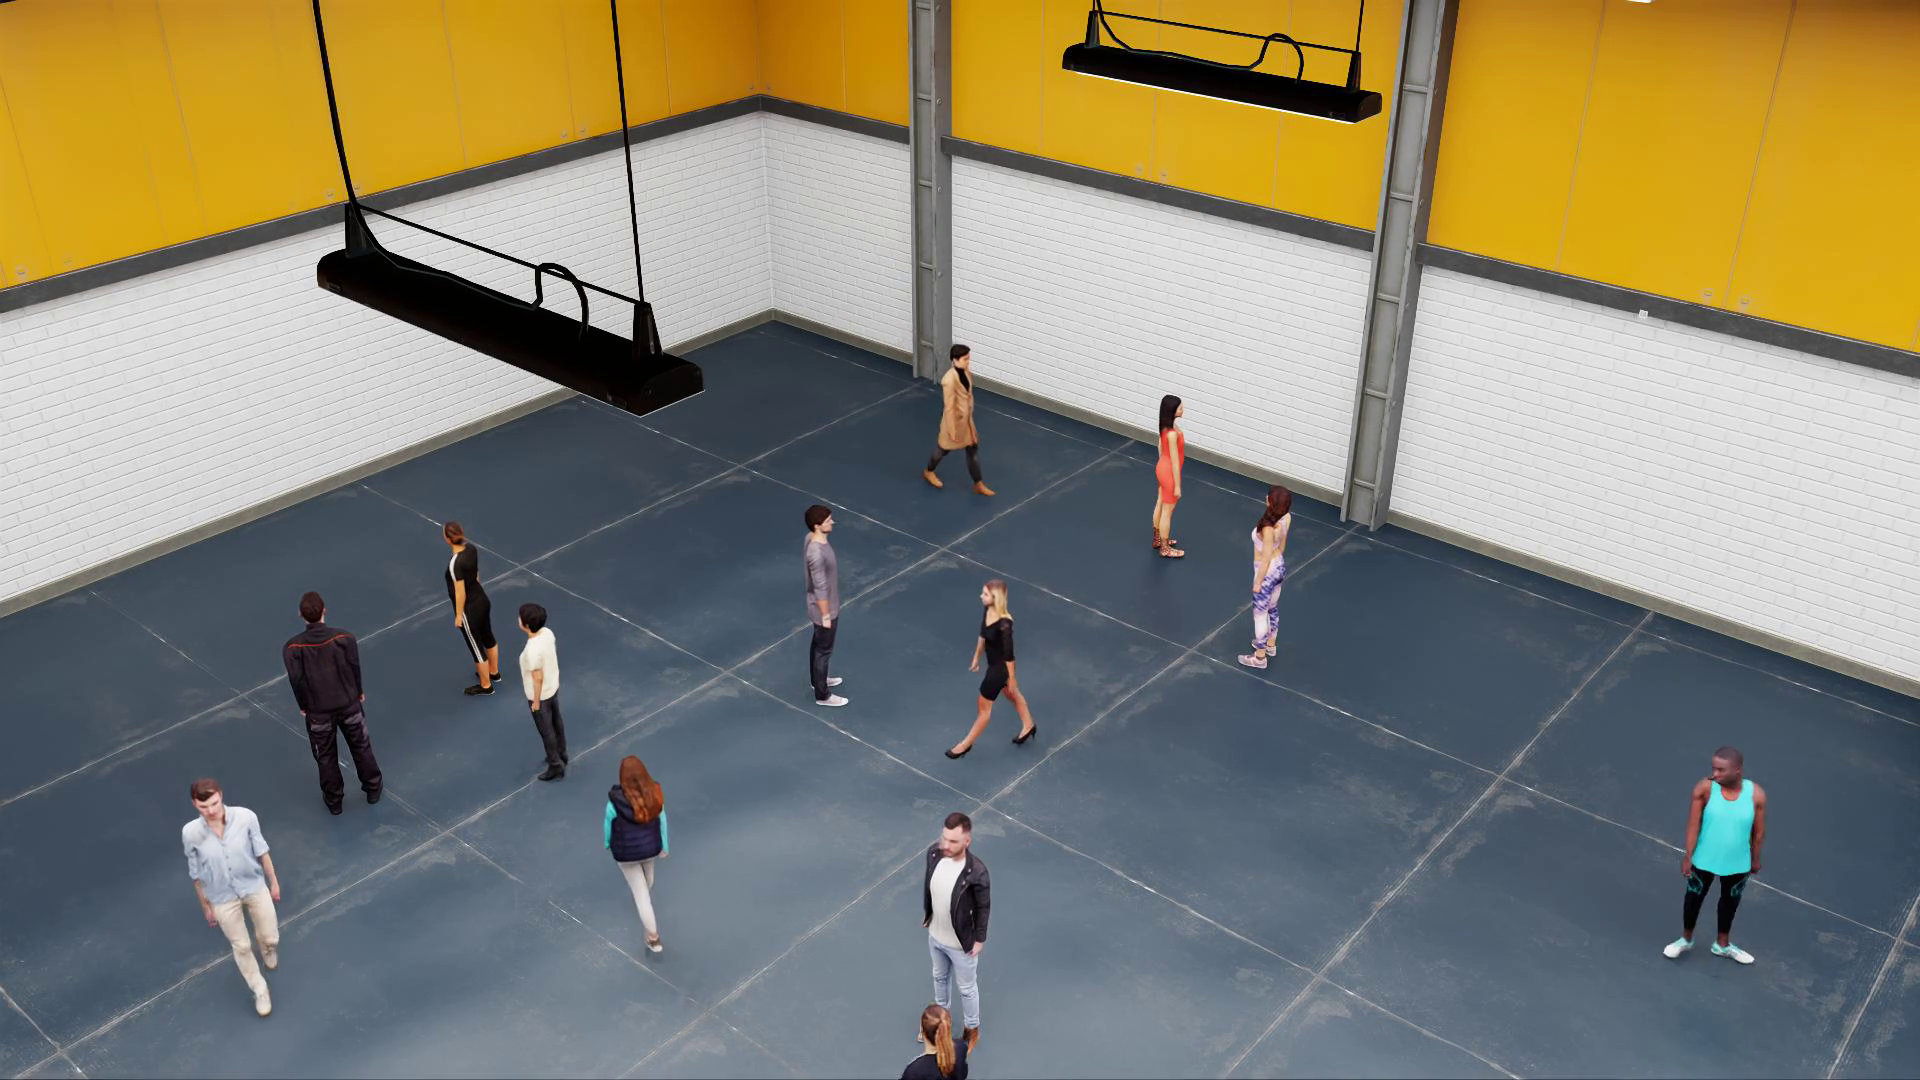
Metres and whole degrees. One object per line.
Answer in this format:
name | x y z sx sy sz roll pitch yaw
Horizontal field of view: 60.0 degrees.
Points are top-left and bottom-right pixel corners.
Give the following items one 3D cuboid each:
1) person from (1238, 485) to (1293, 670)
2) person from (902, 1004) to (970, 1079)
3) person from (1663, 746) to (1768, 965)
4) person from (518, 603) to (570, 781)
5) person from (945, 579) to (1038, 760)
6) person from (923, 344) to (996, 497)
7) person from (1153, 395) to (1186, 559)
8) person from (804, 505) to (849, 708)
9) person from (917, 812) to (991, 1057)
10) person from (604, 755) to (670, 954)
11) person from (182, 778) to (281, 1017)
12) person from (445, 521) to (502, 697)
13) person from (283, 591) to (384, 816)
person | 2.737 0.306 14.739 0.555 1.767 0.601 18 34 30
person | -0.068 3.327 9.312 0.794 1.661 1.067 -19 34 -31
person | 5.243 2.157 11.330 0.663 1.783 0.926 3 29 6
person | -3.332 1.201 13.286 0.670 1.588 0.653 2 29 4
person | 0.399 1.049 13.528 1.003 1.623 1.067 -9 30 -15
person | -0.105 -1.291 17.747 1.147 1.692 0.743 18 33 30
person | 2.073 -0.644 16.532 0.730 1.719 0.653 -5 29 -9
person | -1.185 0.537 14.226 0.800 1.854 0.716 -5 29 -8
person | -0.034 2.501 10.645 0.479 1.835 0.713 21 35 33
person | -2.229 2.200 11.586 0.795 1.461 1.056 -15 32 -25
person | -4.805 2.284 11.042 0.821 1.836 0.924 -14 32 -24
person | -4.216 0.568 14.362 0.669 1.668 0.656 4 29 8
person | -4.853 1.250 12.856 0.774 1.914 0.753 -12 31 -22
